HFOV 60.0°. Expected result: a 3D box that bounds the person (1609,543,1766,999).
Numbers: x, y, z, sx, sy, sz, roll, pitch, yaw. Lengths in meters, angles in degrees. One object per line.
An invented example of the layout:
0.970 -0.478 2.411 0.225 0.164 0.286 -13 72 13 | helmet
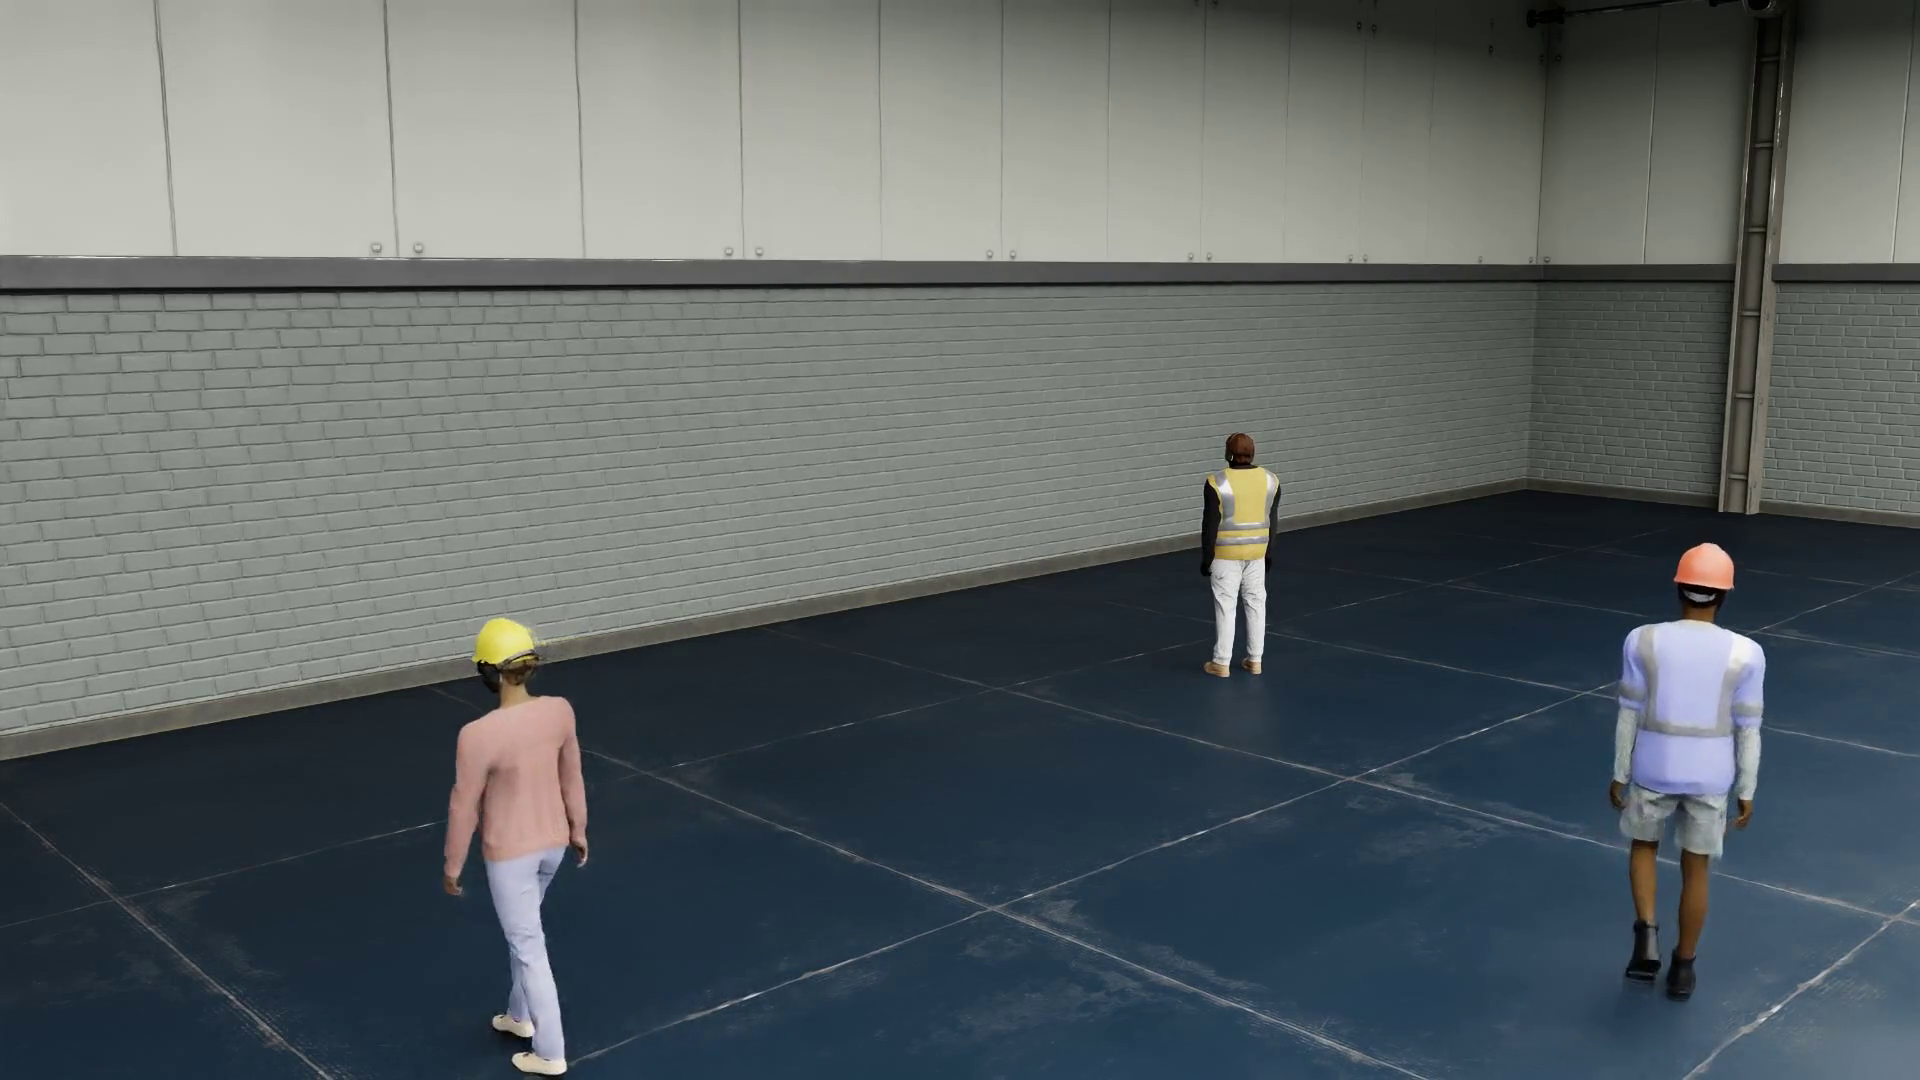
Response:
3.014 0.969 6.922 0.571 1.919 0.473 4 10 23 | person

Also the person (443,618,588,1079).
-1.735 1.150 6.316 0.686 1.740 0.554 6 11 33 | person

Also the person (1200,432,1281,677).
2.081 0.111 12.500 0.627 1.844 0.429 -3 10 -19 | person
